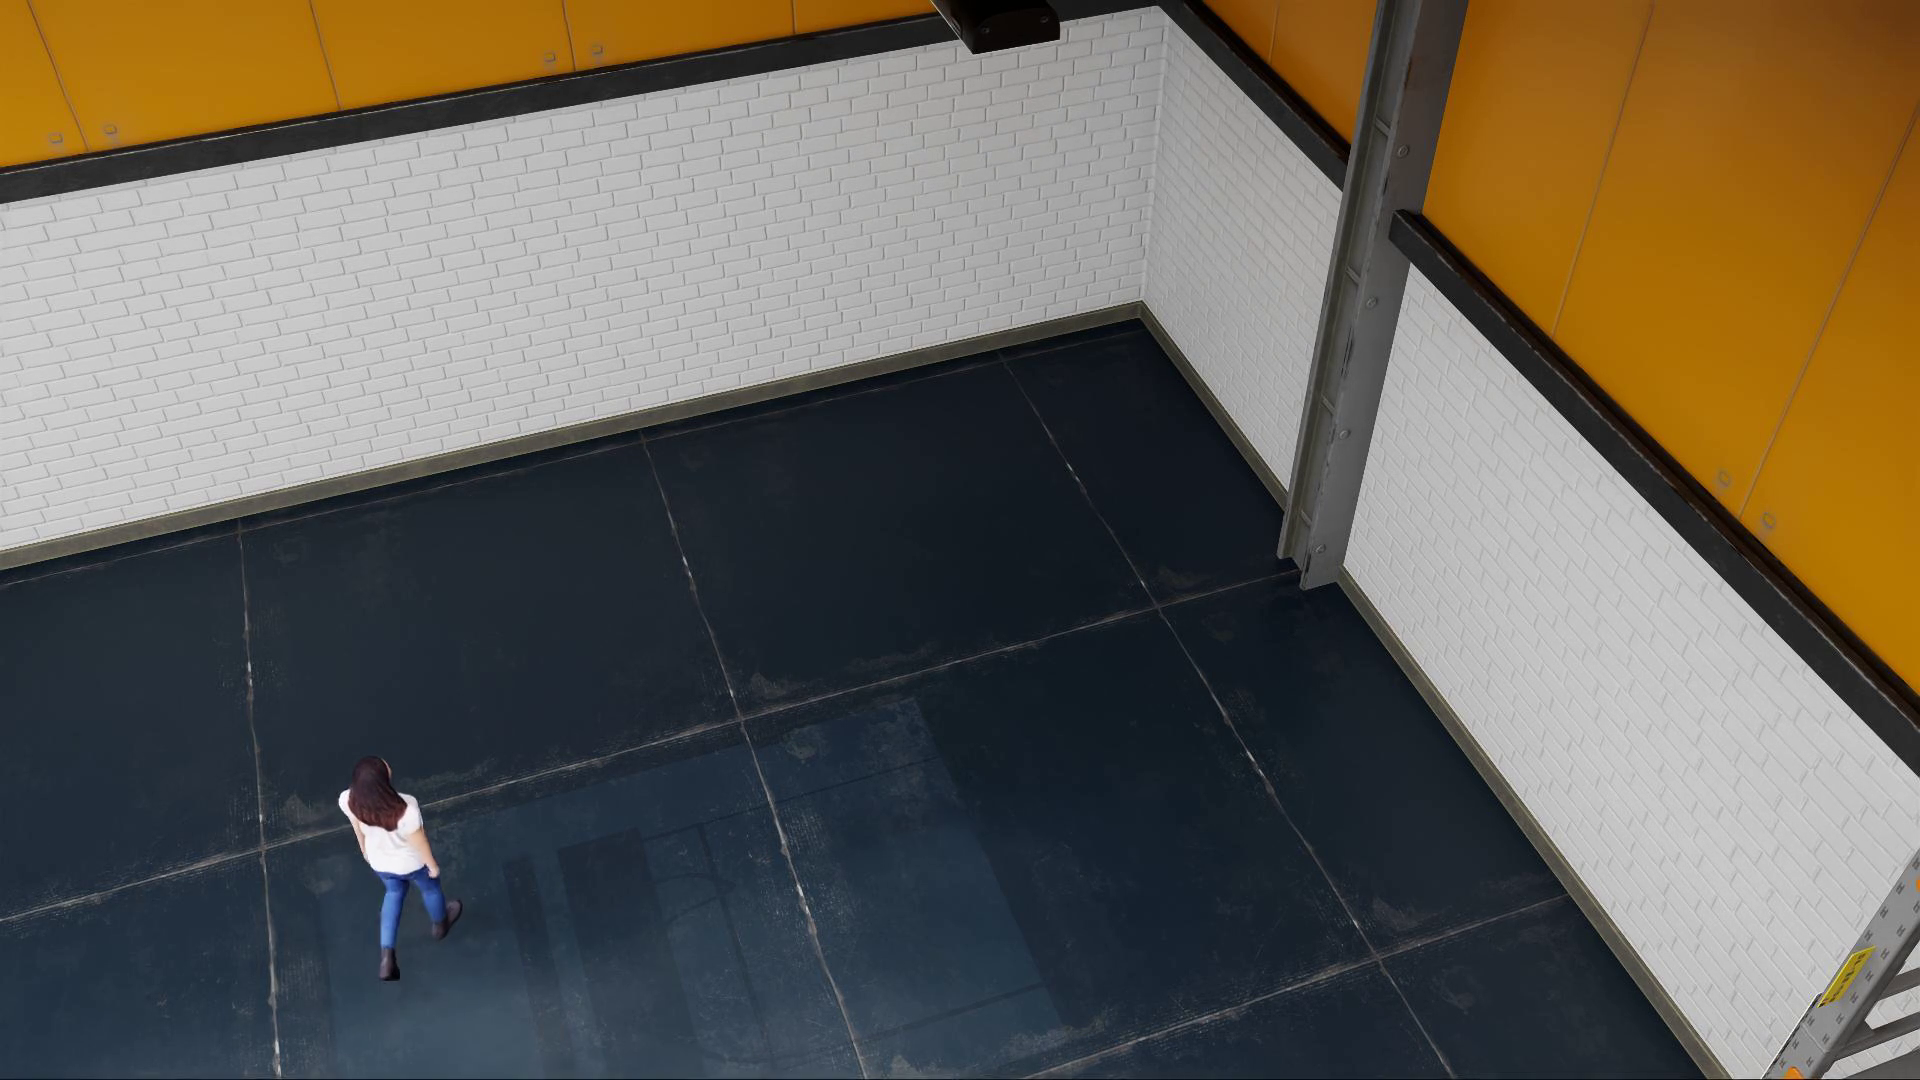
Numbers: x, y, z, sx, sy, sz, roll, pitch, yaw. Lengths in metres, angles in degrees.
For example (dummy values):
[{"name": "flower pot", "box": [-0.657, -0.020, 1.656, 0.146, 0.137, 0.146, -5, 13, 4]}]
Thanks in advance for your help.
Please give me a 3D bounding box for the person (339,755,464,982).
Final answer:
[{"name": "person", "box": [-3.074, 1.804, 9.022, 0.898, 1.663, 1.038, 9, 44, 9]}]
